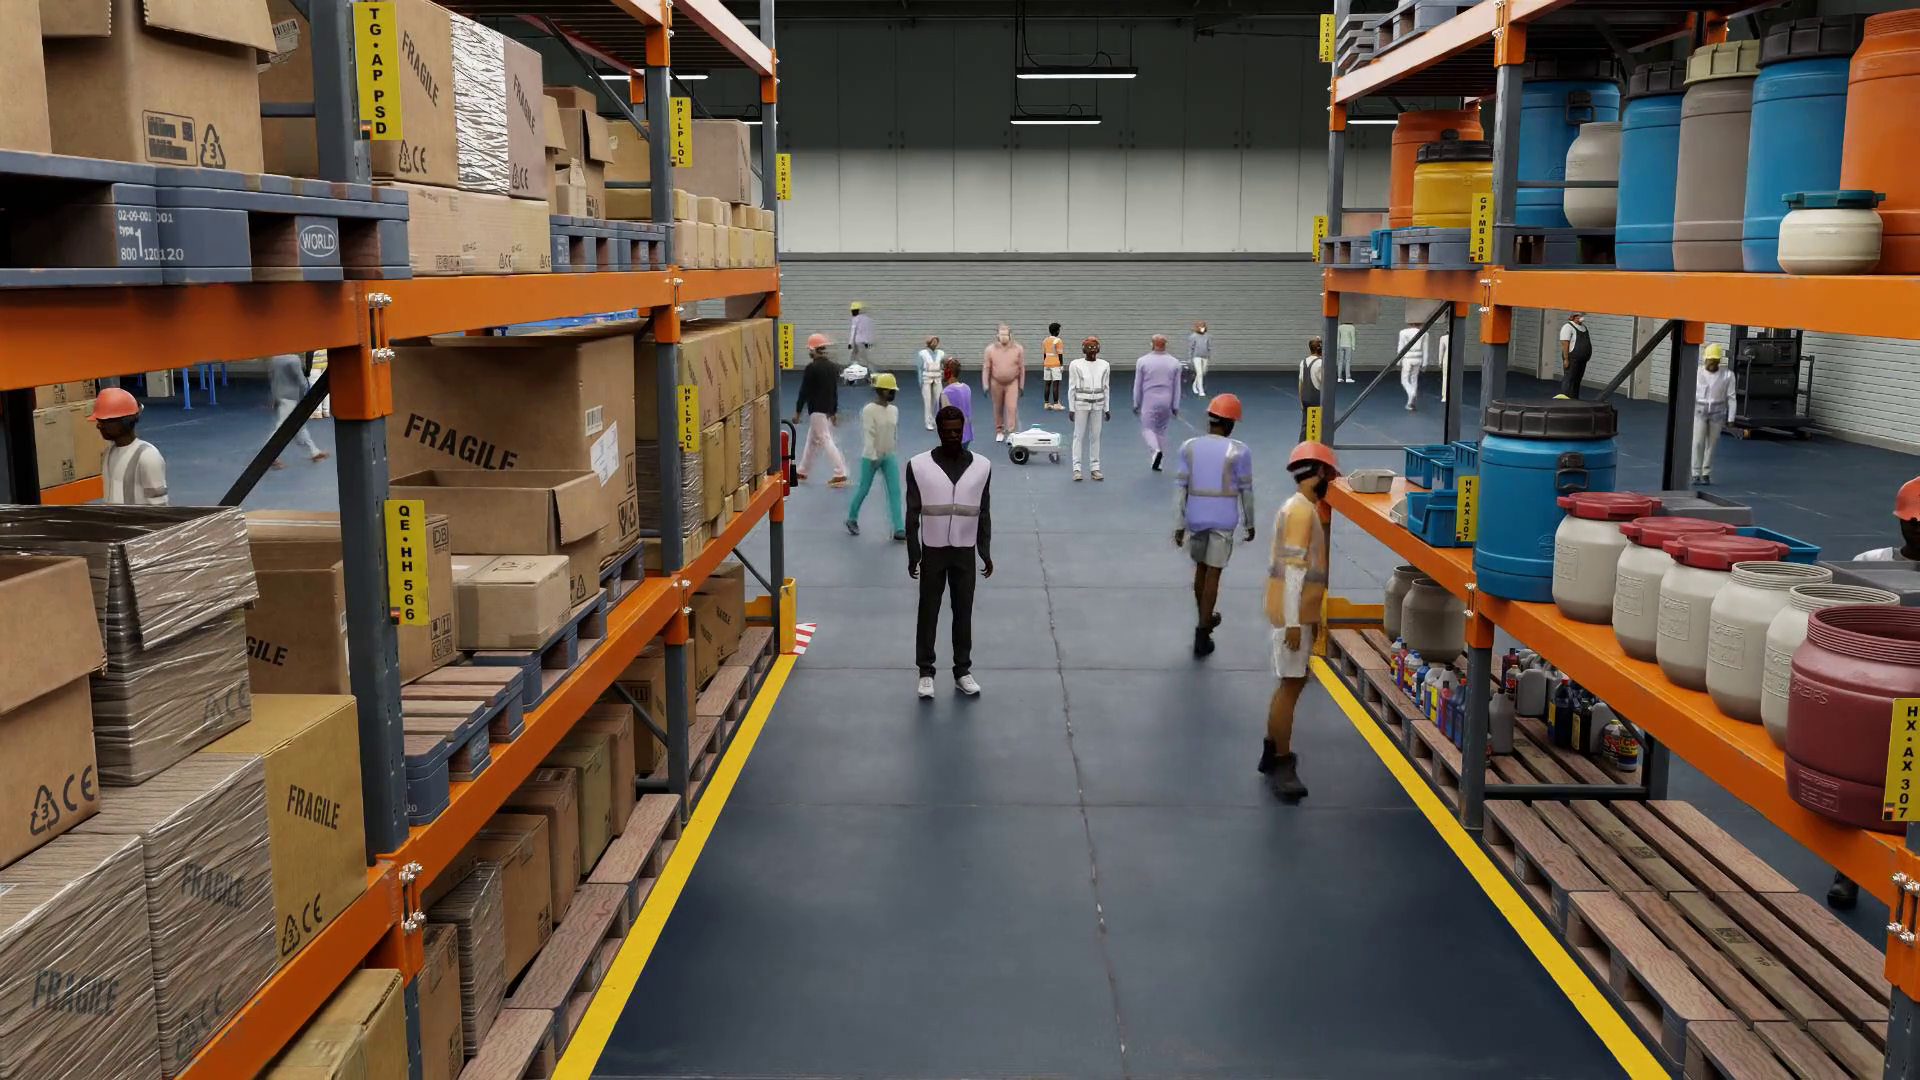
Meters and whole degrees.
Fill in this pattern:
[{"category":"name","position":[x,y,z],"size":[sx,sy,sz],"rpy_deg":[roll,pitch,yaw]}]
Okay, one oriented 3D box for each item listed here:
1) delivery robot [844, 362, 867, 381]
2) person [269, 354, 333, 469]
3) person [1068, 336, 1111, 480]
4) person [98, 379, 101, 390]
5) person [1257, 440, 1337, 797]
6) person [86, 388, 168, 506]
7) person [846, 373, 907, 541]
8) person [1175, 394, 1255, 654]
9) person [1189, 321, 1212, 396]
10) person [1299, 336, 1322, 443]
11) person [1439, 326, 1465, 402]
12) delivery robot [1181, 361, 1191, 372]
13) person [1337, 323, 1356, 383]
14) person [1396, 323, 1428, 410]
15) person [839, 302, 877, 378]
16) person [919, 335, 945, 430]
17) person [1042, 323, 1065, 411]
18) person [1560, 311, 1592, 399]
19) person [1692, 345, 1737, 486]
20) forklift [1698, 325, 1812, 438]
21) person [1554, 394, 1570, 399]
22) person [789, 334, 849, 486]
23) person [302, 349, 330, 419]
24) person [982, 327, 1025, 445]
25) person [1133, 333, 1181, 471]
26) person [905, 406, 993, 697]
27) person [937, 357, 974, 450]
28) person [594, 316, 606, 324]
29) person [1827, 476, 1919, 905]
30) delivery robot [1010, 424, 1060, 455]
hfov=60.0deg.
[{"category":"delivery robot","position":[-2.425,-3.903,38.713],"size":[0.477,0.478,0.707],"rpy_deg":[3,10,19]},{"category":"person","position":[-9.320,-1.955,23.242],"size":[1.034,1.886,0.639],"rpy_deg":[-9,13,-42]},{"category":"person","position":[1.703,-1.731,21.886],"size":[0.573,1.883,0.355],"rpy_deg":[-3,10,-15]},{"category":"person","position":[-16.469,-3.397,31.934],"size":[0.323,1.864,0.505],"rpy_deg":[1,10,8]},{"category":"person","position":[1.836,0.420,9.024],"size":[0.366,1.886,0.669],"rpy_deg":[2,10,13]},{"category":"person","position":[-5.454,0.017,10.941],"size":[0.612,2.039,0.392],"rpy_deg":[7,12,35]},{"category":"person","position":[-0.864,-0.882,17.286],"size":[0.528,1.718,0.918],"rpy_deg":[-9,13,-42]},{"category":"person","position":[1.918,-0.143,12.386],"size":[0.552,1.875,0.952],"rpy_deg":[6,11,30]},{"category":"person","position":[5.166,-3.928,35.863],"size":[0.508,1.607,0.695],"rpy_deg":[-3,10,-18]},{"category":"person","position":[4.850,-1.860,22.772],"size":[0.346,1.847,0.506],"rpy_deg":[-5,11,-30]},{"category":"person","position":[10.066,-3.639,34.058],"size":[0.507,1.632,0.268],"rpy_deg":[3,10,20]},{"category":"delivery robot","position":[5.238,-4.072,38.947],"size":[0.335,0.223,0.698],"rpy_deg":[4,10,22]},{"category":"person","position":[9.235,-4.585,39.725],"size":[0.283,1.632,0.507],"rpy_deg":[-8,12,-40]},{"category":"person","position":[8.769,-3.442,32.171],"size":[0.579,1.867,0.650],"rpy_deg":[-1,10,-4]},{"category":"person","position":[-2.505,-4.934,41.142],"size":[1.025,1.876,0.602],"rpy_deg":[3,10,15]},{"category":"person","position":[-0.474,-2.685,28.387],"size":[0.521,1.625,0.371],"rpy_deg":[-4,10,-21]},{"category":"person","position":[1.813,-3.363,32.229],"size":[0.319,1.692,0.533],"rpy_deg":[-8,12,-38]},{"category":"person","position":[11.934,-3.503,32.155],"size":[0.688,2.000,0.539],"rpy_deg":[-7,12,-38]},{"category":"person","position":[9.540,-1.571,21.171],"size":[0.626,1.792,0.873],"rpy_deg":[3,10,20]},{"category":"forklift","position":[13.248,-3.165,27.620],"size":[1.129,2.768,1.873],"rpy_deg":[0,9,1]},{"category":"person","position":[4.953,-0.327,13.823],"size":[0.533,1.768,0.310],"rpy_deg":[2,10,12]},{"category":"person","position":[-1.826,-1.670,21.351],"size":[1.030,1.945,0.607],"rpy_deg":[4,10,23]},{"category":"person","position":[-11.872,-3.167,30.609],"size":[0.429,1.842,0.633],"rpy_deg":[2,10,11]},{"category":"person","position":[0.683,-2.442,26.257],"size":[0.664,1.853,1.010],"rpy_deg":[1,9,4]},{"category":"person","position":[2.699,-1.868,22.676],"size":[0.648,1.891,0.679],"rpy_deg":[-2,10,-11]},{"category":"person","position":[-0.073,0.067,11.007],"size":[0.587,1.920,0.392],"rpy_deg":[-3,10,-15]},{"category":"person","position":[-0.058,-1.026,17.765],"size":[0.388,1.847,0.563],"rpy_deg":[4,10,25]},{"category":"person","position":[-6.664,-3.156,30.449],"size":[0.854,1.877,0.652],"rpy_deg":[2,10,12]},{"category":"person","position":[4.148,0.677,7.294],"size":[0.544,1.939,0.372],"rpy_deg":[5,11,25]},{"category":"delivery robot","position":[1.079,-1.419,23.832],"size":[0.707,0.478,0.477],"rpy_deg":[0,10,0]}]
